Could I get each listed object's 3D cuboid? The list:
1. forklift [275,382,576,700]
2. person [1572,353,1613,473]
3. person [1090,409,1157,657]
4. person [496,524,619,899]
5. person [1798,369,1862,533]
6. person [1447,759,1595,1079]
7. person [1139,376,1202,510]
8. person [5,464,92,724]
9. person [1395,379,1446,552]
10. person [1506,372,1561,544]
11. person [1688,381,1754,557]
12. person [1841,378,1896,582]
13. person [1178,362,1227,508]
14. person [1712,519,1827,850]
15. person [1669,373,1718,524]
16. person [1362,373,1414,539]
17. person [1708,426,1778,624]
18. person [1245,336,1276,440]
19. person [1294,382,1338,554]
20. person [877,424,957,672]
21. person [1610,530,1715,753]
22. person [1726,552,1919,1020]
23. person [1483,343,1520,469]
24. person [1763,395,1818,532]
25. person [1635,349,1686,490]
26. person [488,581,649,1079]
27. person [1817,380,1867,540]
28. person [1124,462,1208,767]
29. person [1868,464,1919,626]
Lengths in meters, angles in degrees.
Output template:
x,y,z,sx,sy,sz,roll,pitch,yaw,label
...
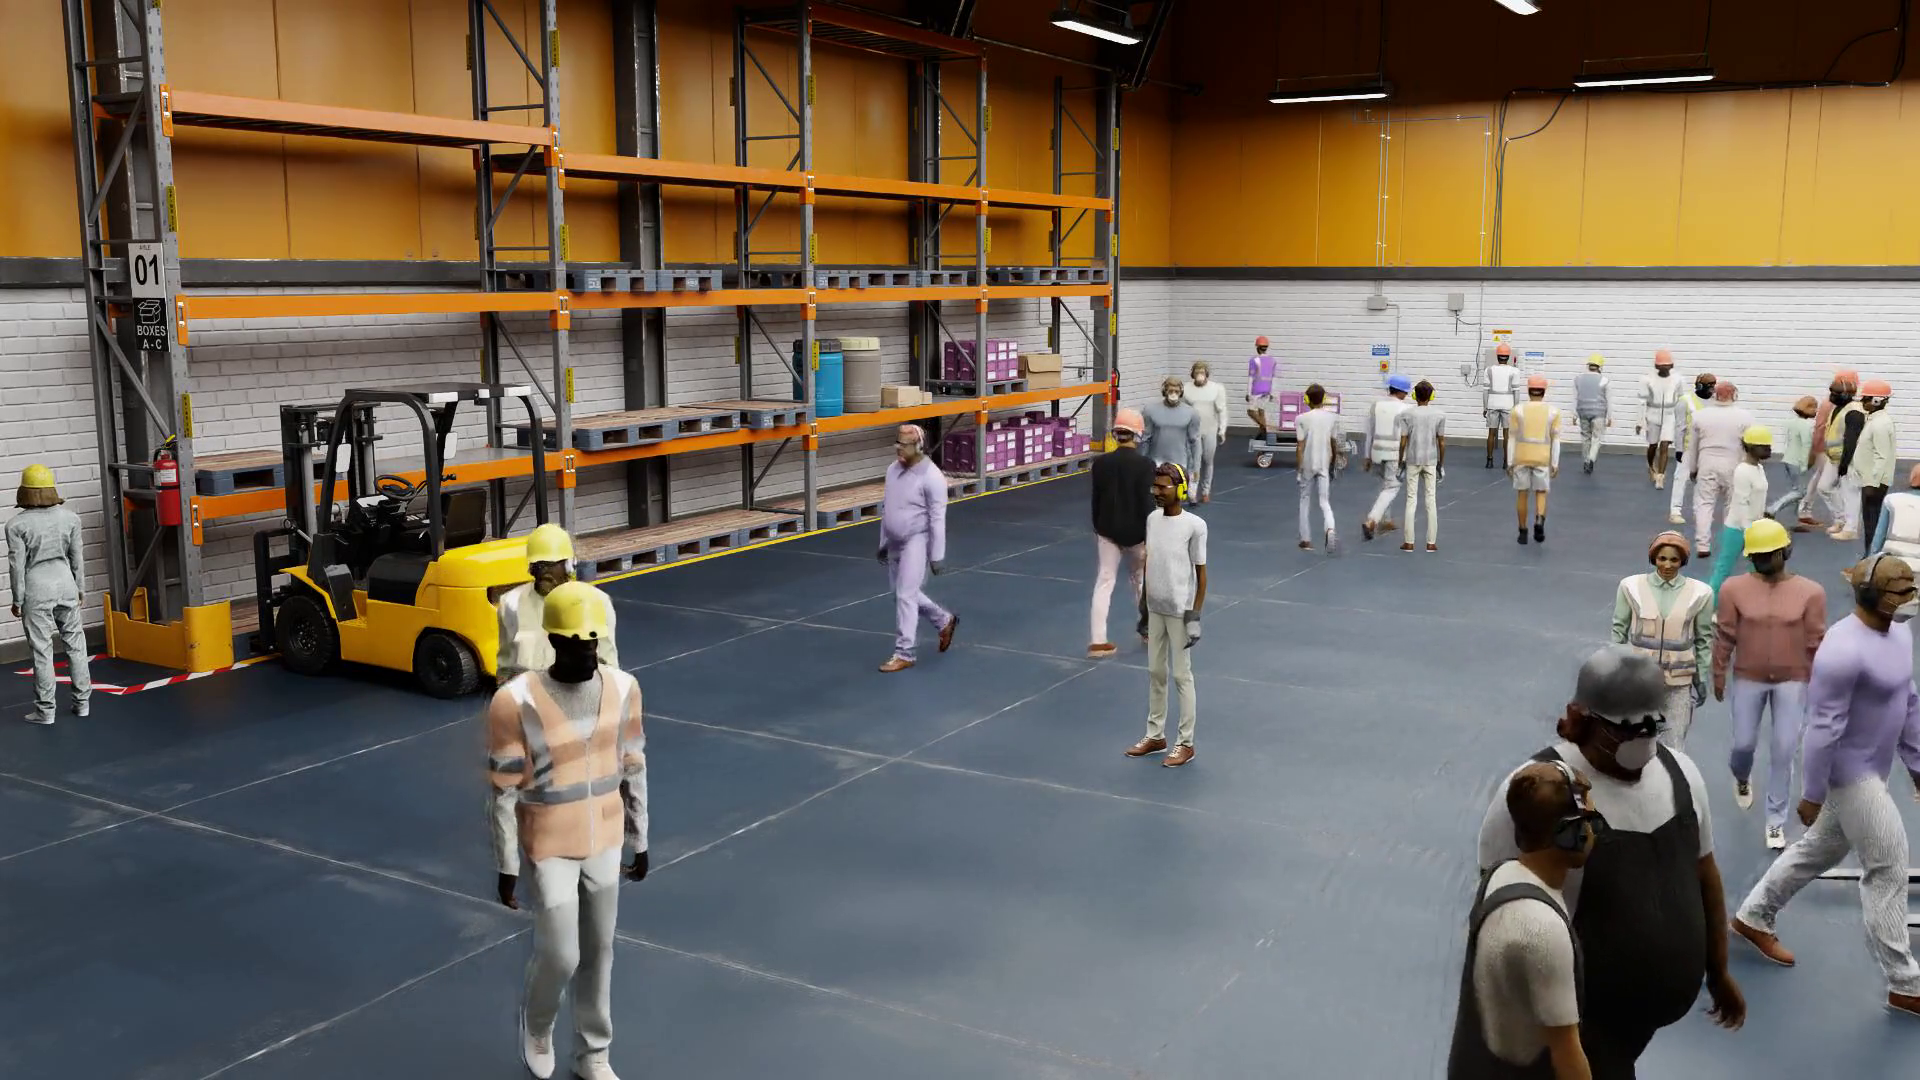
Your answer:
x,y,z,sx,sy,sz,roll,pitch,yaw,label
-3.974,-0.067,12.417,2.313,2.155,1.214,5,11,30,forklift
9.541,-1.908,25.101,0.603,1.813,0.697,7,11,37,person
1.325,-0.070,13.233,0.647,1.935,1.044,6,11,35,person
-1.969,0.800,8.197,0.598,1.814,0.673,0,9,1,person
10.178,-1.041,19.435,0.646,1.918,0.928,-6,11,-33,person
1.444,1.456,4.176,0.969,1.785,0.618,2,9,15,person
2.240,-0.773,17.689,0.662,1.910,0.781,1,9,4,person
-6.128,0.359,11.164,0.295,1.744,0.487,6,11,35,person
4.980,-0.799,17.990,0.521,1.873,0.328,1,9,9,person
6.332,-0.884,18.387,0.554,1.923,0.580,2,9,15,person
8.100,-0.751,17.694,0.669,1.869,0.824,7,12,39,person
8.875,-0.574,16.200,0.387,1.996,0.611,4,10,26,person
3.126,-1.369,21.550,0.634,1.883,1.055,1,9,7,person
4.306,0.727,8.877,0.549,1.739,0.573,4,10,24,person
8.878,-1.093,19.996,0.638,1.832,0.432,-1,9,-9,person
4.850,-0.955,18.914,0.917,1.900,0.612,-7,12,-39,person
6.729,-0.092,14.002,0.867,1.721,0.549,9,13,44,person
5.306,-2.623,29.221,0.571,1.920,0.535,-5,10,-28,person
3.853,-0.771,17.910,0.516,1.849,0.803,-1,9,-4,person
-0.330,0.036,12.750,0.782,1.880,0.648,-6,11,-34,person
3.782,0.757,9.007,0.511,1.639,0.308,4,10,21,person
3.709,0.968,6.920,1.007,1.896,0.632,9,13,44,person
8.343,-2.057,25.640,0.552,1.935,0.361,4,10,26,person
9.626,-0.871,19.250,0.540,1.616,0.510,1,9,6,person
9.881,-1.725,23.516,0.624,1.979,1.029,3,10,18,person
-1.392,1.090,6.043,0.605,1.916,0.422,-8,12,-41,person
9.997,-0.900,18.804,0.444,1.820,0.637,1,9,5,person
1.278,0.449,10.199,0.327,1.874,0.520,-8,12,-39,person
7.099,0.220,12.407,0.640,1.606,0.530,-6,11,-35,person
